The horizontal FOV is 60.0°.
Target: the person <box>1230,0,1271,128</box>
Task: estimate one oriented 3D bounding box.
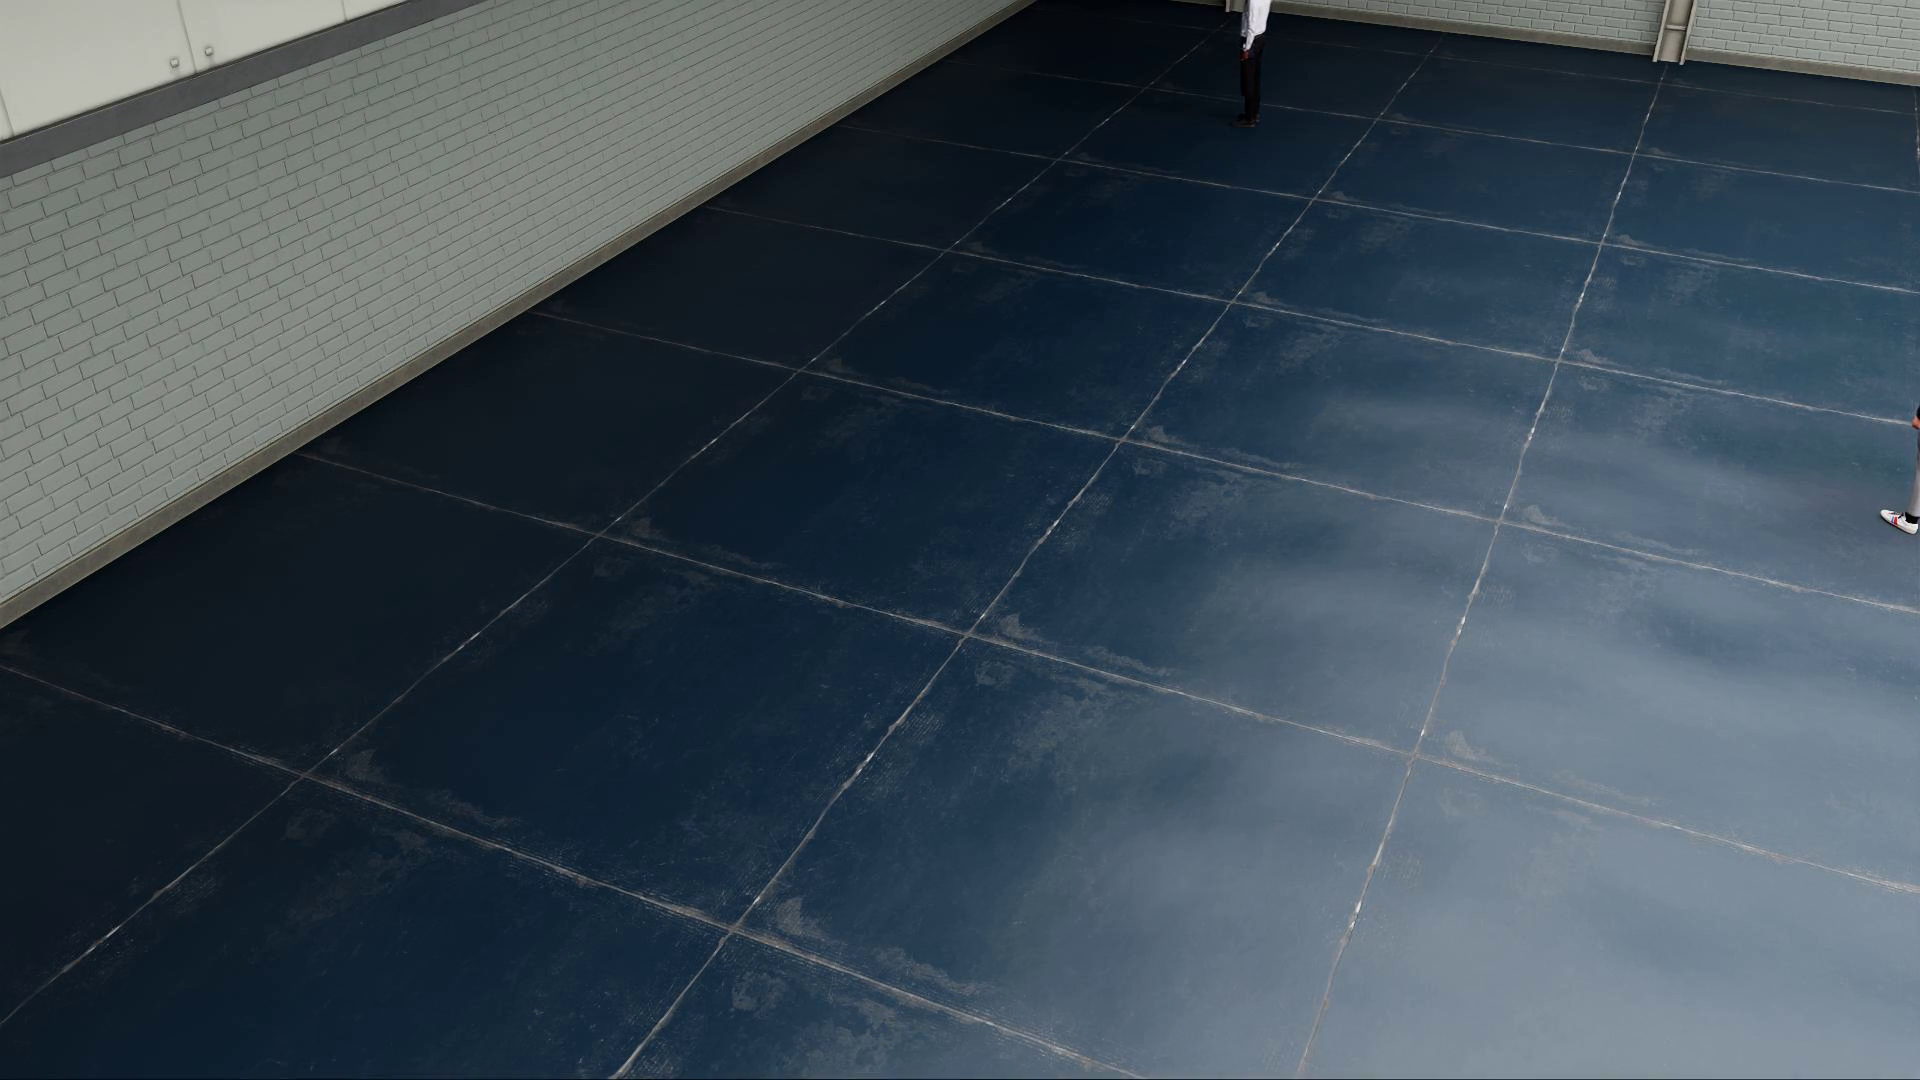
[{"bbox_3d":[3.476,-5.852,19.772,0.538,1.834,0.653,16,36,24],"label":"person"}]
